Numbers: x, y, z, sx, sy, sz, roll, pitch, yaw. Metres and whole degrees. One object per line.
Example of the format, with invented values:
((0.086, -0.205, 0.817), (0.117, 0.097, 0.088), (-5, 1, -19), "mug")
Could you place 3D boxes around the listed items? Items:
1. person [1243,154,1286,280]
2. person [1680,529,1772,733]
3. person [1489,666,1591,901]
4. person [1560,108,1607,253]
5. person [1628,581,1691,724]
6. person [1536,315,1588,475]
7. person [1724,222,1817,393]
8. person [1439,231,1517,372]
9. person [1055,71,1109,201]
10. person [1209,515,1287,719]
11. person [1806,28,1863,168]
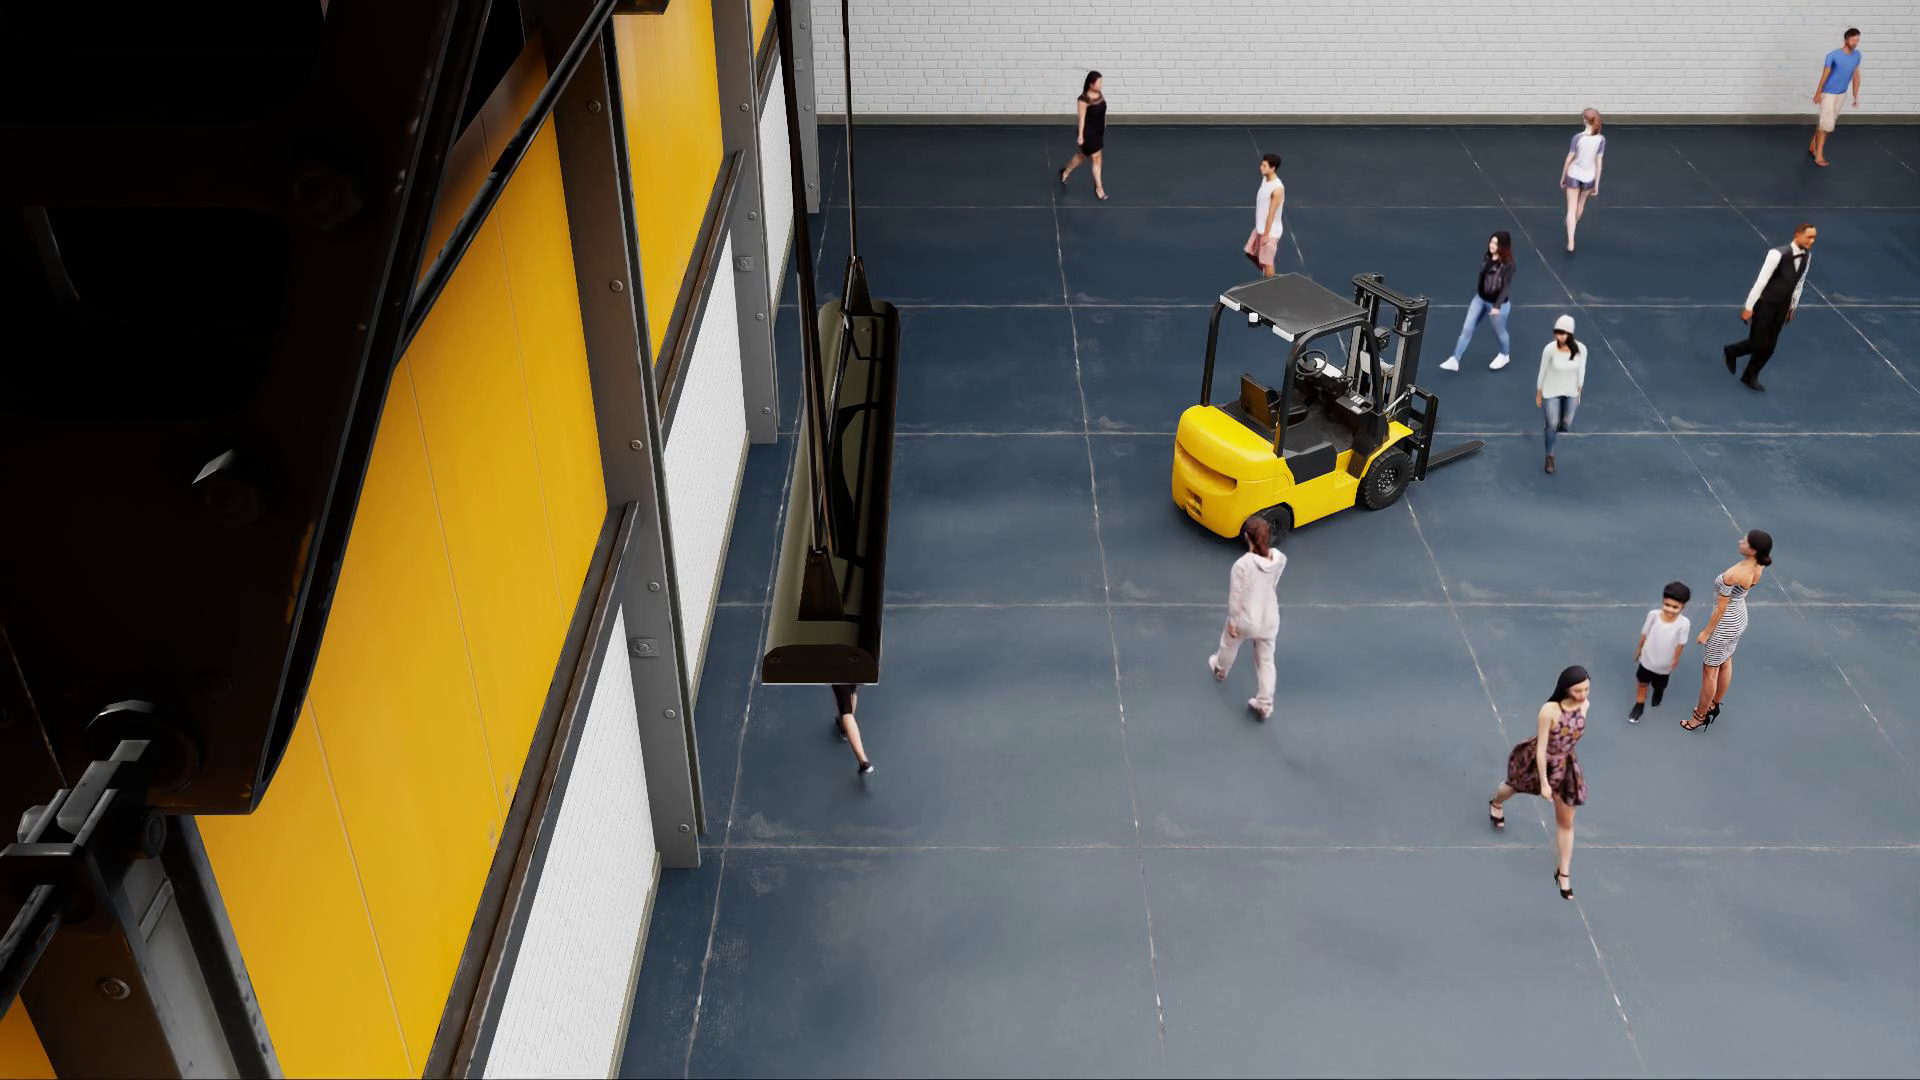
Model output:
((3.642, -3.610, 19.223), (0.753, 1.777, 0.674), (-6, 34, -9), "person")
((5.865, 0.690, 12.714), (0.668, 1.821, 0.706), (-24, 41, -32), "person")
((3.991, 1.553, 11.510), (0.874, 1.716, 1.286), (-11, 35, -16), "person")
((7.623, -4.376, 20.437), (0.713, 1.709, 1.195), (6, 34, 9), "person")
((5.477, 0.841, 13.001), (0.668, 1.251, 0.757), (21, 39, 28), "person")
((5.783, -1.448, 16.110), (0.634, 1.622, 0.770), (1, 34, 2), "person")
((8.446, -2.495, 17.443), (0.882, 1.890, 0.977), (-11, 35, -16), "person")
((5.739, -2.526, 17.758), (1.050, 1.593, 1.151), (-17, 37, -23), "person")
((1.635, -5.340, 21.910), (1.042, 1.683, 1.101), (17, 37, 23), "person")
((2.336, 0.646, 12.944), (0.800, 1.640, 1.107), (-9, 35, -13), "person")
((12.062, -6.207, 23.075), (0.746, 1.837, 1.007), (-7, 34, -10), "person")
